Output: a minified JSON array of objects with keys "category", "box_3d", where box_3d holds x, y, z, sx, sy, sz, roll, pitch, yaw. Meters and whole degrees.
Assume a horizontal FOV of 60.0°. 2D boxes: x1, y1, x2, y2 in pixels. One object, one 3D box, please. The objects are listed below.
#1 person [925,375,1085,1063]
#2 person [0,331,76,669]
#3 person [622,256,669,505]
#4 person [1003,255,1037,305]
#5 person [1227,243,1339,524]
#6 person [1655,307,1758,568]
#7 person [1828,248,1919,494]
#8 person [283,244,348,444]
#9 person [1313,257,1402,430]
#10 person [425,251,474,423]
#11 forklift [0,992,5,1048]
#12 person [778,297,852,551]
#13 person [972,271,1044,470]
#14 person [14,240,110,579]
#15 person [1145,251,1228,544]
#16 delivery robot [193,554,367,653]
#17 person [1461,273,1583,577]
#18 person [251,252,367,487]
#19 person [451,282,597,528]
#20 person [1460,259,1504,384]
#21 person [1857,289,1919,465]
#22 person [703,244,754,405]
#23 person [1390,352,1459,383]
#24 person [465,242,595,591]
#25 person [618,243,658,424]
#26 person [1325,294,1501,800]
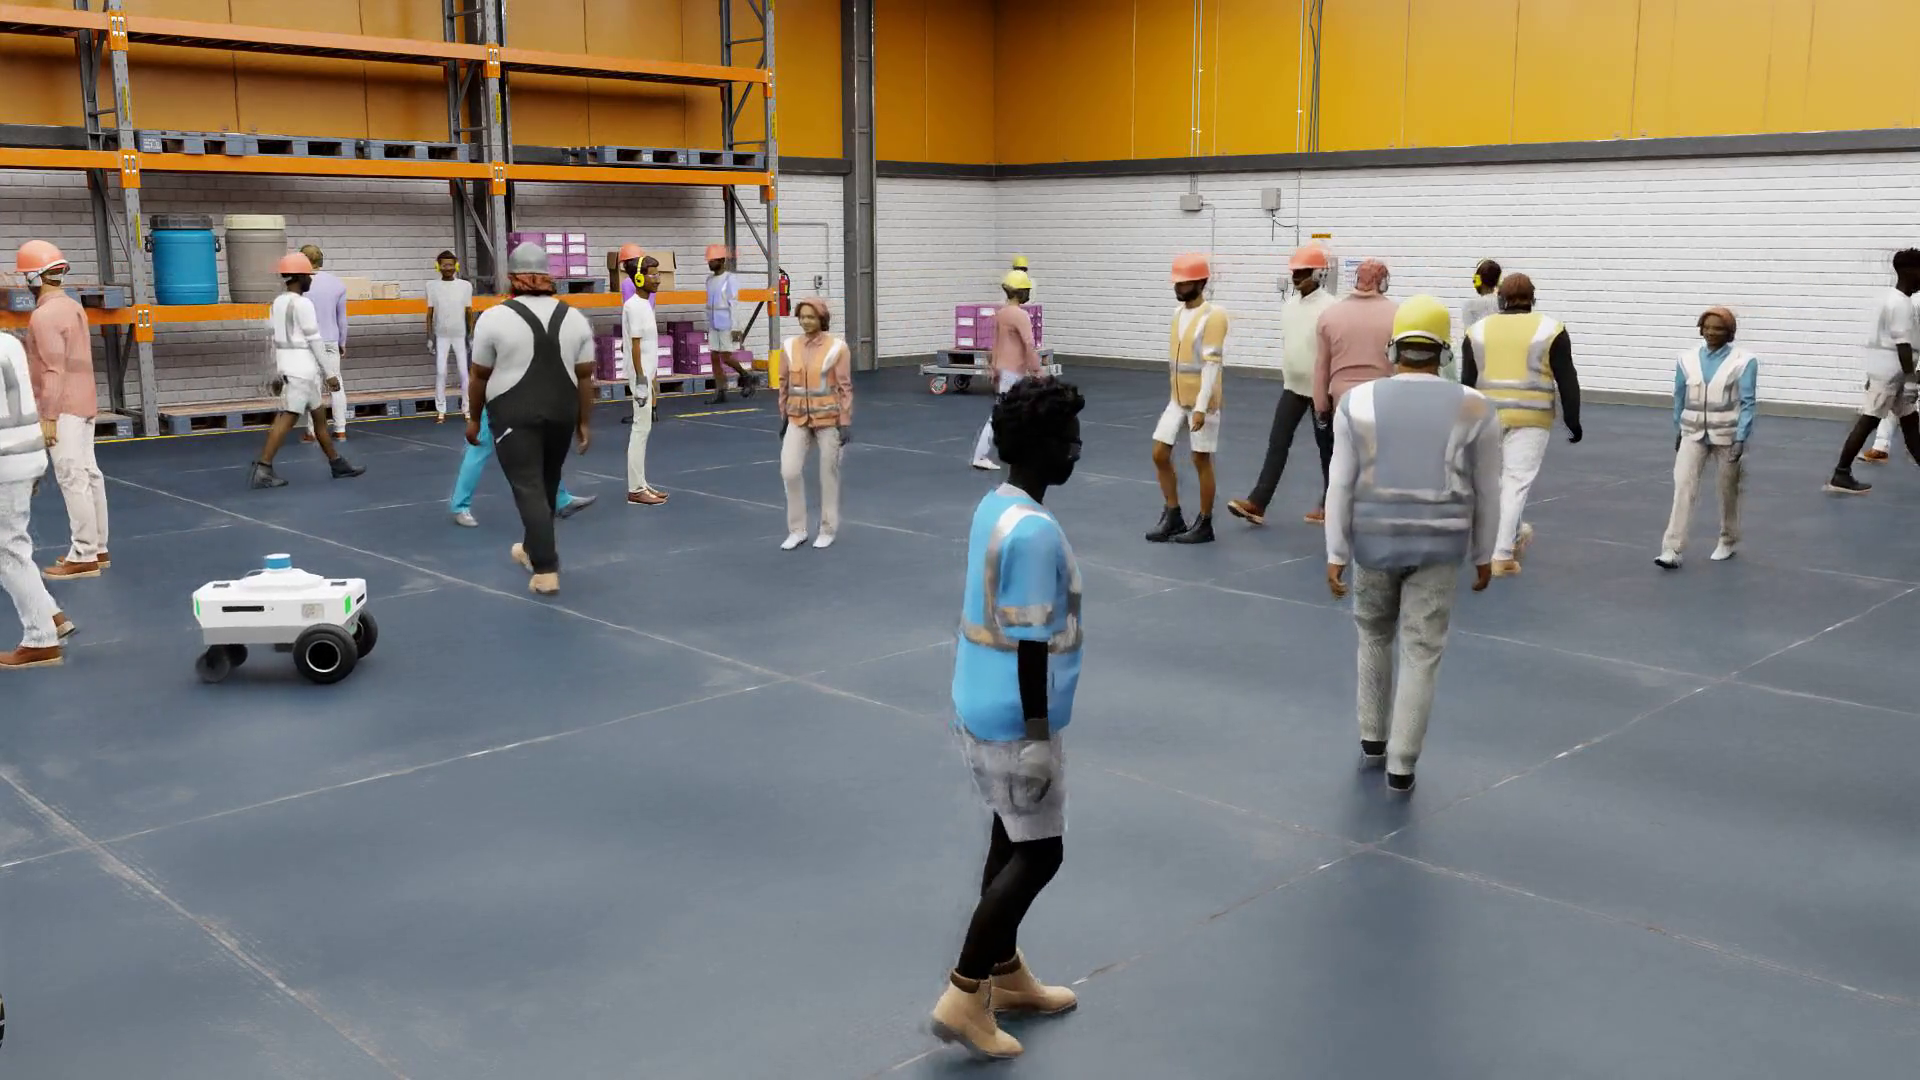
[{"category":"person","box_3d":[0.112,0.434,4.149,0.414,1.682,0.570,-2,11,-9]},{"category":"person","box_3d":[-4.452,-0.310,7.724,0.439,1.859,0.609,-3,11,-18]},{"category":"person","box_3d":[-2.393,-1.205,12.594,0.309,1.866,0.534,-1,10,-5]},{"category":"person","box_3d":[0.875,-3.111,23.343,0.558,1.729,0.829,-4,11,-19]},{"category":"person","box_3d":[2.314,-1.050,11.493,0.962,1.950,0.647,-7,12,-32]},{"category":"person","box_3d":[4.584,-0.623,10.156,0.518,1.590,0.864,10,14,43]},{"category":"person","box_3d":[7.332,-1.287,12.880,1.007,1.913,0.632,5,11,24]},{"category":"person","box_3d":[-6.262,-1.902,16.195,0.373,1.940,0.629,9,14,40]},{"category":"person","box_3d":[2.647,-0.892,10.839,0.665,1.881,0.438,5,12,27]},{"category":"person","box_3d":[-5.507,-2.189,17.987,0.511,1.860,0.318,-3,11,-15]},{"category":"forklift","box_3d":[-3.245,0.323,3.363,2.313,2.155,1.214,2,11,13]},{"category":"person","box_3d":[-0.958,-0.729,10.632,0.540,1.620,0.560,3,11,18]},{"category":"person","box_3d":[0.485,-1.464,14.420,0.925,1.718,0.529,-4,11,-20]},{"category":"person","box_3d":[-5.315,-0.763,9.840,0.391,1.991,0.612,-2,11,-10]},{"category":"person","box_3d":[1.468,-0.902,10.803,0.603,1.915,0.541,-6,12,-31]},{"category":"delivery robot","box_3d":[-3.124,0.307,7.654,0.707,0.478,0.477,-2,11,-7]},{"category":"person","box_3d":[3.420,-0.714,10.107,0.644,1.784,0.994,9,13,39]},{"category":"person","box_3d":[-5.379,-1.380,13.521,1.011,1.891,0.549,-9,14,-41]},{"category":"person","box_3d":[-3.121,-0.983,11.641,1.015,1.771,0.659,0,10,0]},{"category":"person","box_3d":[4.168,-1.328,13.374,0.571,1.820,0.961,-3,11,-16]},{"category":"person","box_3d":[8.318,-1.552,14.537,0.880,1.836,0.599,-1,10,-5]},{"category":"person","box_3d":[-2.807,-2.590,20.002,0.563,1.918,0.592,9,13,39]},{"category":"person","box_3d":[2.909,-0.698,10.536,0.552,1.597,0.504,-6,12,-29]},{"category":"person","box_3d":[-2.503,-0.755,9.660,0.681,2.000,1.023,-8,13,-39]},{"category":"person","box_3d":[-3.484,-2.218,17.924,0.367,1.936,0.542,4,11,21]},{"category":"person","box_3d":[1.672,0.005,6.147,0.612,1.802,0.747,3,11,17]}]
